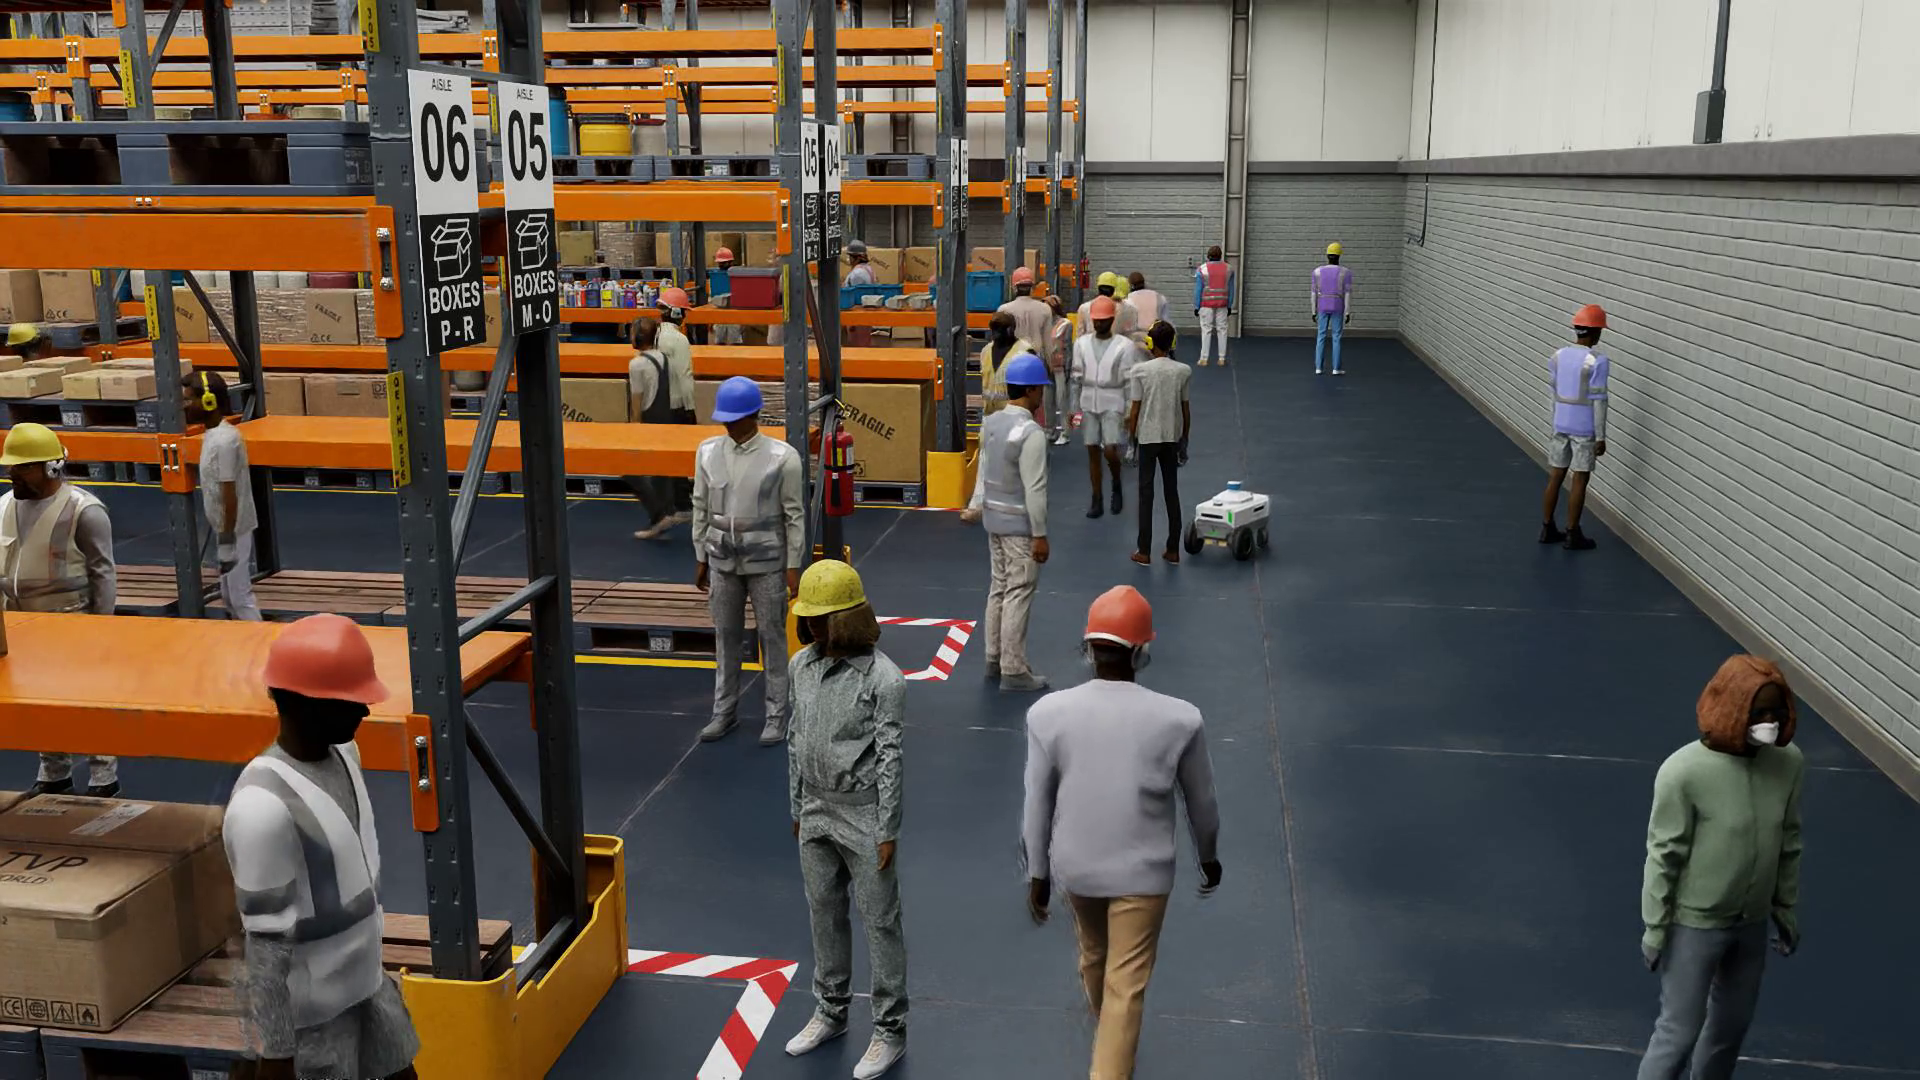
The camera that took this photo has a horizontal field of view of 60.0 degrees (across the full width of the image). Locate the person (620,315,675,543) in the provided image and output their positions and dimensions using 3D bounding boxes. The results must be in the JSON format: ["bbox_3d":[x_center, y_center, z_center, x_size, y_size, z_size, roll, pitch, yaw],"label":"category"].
[{"bbox_3d":[-2.495,-0.867,13.256,0.402,1.832,0.547,6,14,24],"label":"person"}]

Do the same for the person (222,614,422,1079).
[{"bbox_3d":[-1.657,1.106,4.208,0.779,1.902,0.549,0,12,1],"label":"person"}]

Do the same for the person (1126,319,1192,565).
[{"bbox_3d":[1.504,-0.732,12.603,0.499,1.861,0.326,-4,13,-16],"label":"person"}]

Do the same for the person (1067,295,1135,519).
[{"bbox_3d":[1.200,-1.123,14.215,0.560,1.924,0.407,6,14,25],"label":"person"}]

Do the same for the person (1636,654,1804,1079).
[{"bbox_3d":[2.203,1.110,4.808,0.513,1.625,0.294,-5,13,-20],"label":"person"}]

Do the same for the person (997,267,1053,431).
[{"bbox_3d":[0.651,-1.807,17.138,0.622,1.990,0.402,-3,13,-15],"label":"person"}]

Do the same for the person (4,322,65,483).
[{"bbox_3d":[-7.505,-0.908,13.633,0.440,1.745,0.550,3,13,12],"label":"person"}]

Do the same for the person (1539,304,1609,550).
[{"bbox_3d":[4.899,-0.889,13.143,0.381,1.929,0.542,-6,14,-25],"label":"person"}]

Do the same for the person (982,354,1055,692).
[{"bbox_3d":[0.342,-0.098,9.553,0.420,1.938,0.616,-5,14,-23],"label":"person"}]

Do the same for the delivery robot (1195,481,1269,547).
[{"bbox_3d":[2.132,-0.214,13.007,0.477,0.478,0.707,9,15,35],"label":"delivery robot"}]

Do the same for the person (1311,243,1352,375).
[{"bbox_3d":[5.444,-3.380,24.390,0.590,1.927,0.367,6,14,25],"label":"person"}]

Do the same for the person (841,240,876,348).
[{"bbox_3d":[-1.429,-3.081,22.780,0.536,2.000,0.674,3,13,11],"label":"person"}]

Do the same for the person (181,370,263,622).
[{"bbox_3d":[-4.153,-0.033,9.434,0.315,1.863,0.540,-8,15,-32],"label":"person"}]

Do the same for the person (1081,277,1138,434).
[{"bbox_3d":[1.661,-2.099,18.952,0.716,1.790,0.405,10,16,38],"label":"person"}]

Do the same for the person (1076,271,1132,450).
[{"bbox_3d":[1.537,-1.937,17.940,0.621,1.894,0.671,0,12,1],"label":"person"}]

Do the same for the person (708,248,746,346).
[{"bbox_3d":[-3.182,-3.009,22.690,0.552,1.936,0.358,3,13,14],"label":"person"}]

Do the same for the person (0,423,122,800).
[{"bbox_3d":[-4.198,0.364,7.702,0.600,1.831,0.404,3,13,14],"label":"person"}]

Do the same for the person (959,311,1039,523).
[{"bbox_3d":[0.398,-1.049,14.183,0.635,1.792,0.959,9,16,36],"label":"person"}]

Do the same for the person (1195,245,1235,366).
[{"bbox_3d":[3.891,-3.593,25.546,0.623,1.844,0.429,-2,13,-9],"label":"person"}]

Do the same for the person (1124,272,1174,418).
[{"bbox_3d":[2.114,-2.252,19.604,0.691,1.793,0.863,-4,13,-18],"label":"person"}]

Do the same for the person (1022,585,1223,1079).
[{"bbox_3d":[0.513,0.981,5.206,0.579,1.705,0.911,5,14,22],"label":"person"}]

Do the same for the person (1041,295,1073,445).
[{"bbox_3d":[1.037,-1.862,18.217,0.527,1.630,0.313,12,17,44],"label":"person"}]

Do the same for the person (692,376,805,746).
[{"bbox_3d":[-1.103,0.111,8.609,0.603,1.936,0.410,4,13,16],"label":"person"}]

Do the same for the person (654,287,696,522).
[{"bbox_3d":[-2.433,-1.152,14.189,0.389,1.990,0.610,-11,17,-41],"label":"person"}]

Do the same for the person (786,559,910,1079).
[{"bbox_3d":[-0.394,0.909,5.469,0.483,1.735,0.311,9,15,35],"label":"person"}]
